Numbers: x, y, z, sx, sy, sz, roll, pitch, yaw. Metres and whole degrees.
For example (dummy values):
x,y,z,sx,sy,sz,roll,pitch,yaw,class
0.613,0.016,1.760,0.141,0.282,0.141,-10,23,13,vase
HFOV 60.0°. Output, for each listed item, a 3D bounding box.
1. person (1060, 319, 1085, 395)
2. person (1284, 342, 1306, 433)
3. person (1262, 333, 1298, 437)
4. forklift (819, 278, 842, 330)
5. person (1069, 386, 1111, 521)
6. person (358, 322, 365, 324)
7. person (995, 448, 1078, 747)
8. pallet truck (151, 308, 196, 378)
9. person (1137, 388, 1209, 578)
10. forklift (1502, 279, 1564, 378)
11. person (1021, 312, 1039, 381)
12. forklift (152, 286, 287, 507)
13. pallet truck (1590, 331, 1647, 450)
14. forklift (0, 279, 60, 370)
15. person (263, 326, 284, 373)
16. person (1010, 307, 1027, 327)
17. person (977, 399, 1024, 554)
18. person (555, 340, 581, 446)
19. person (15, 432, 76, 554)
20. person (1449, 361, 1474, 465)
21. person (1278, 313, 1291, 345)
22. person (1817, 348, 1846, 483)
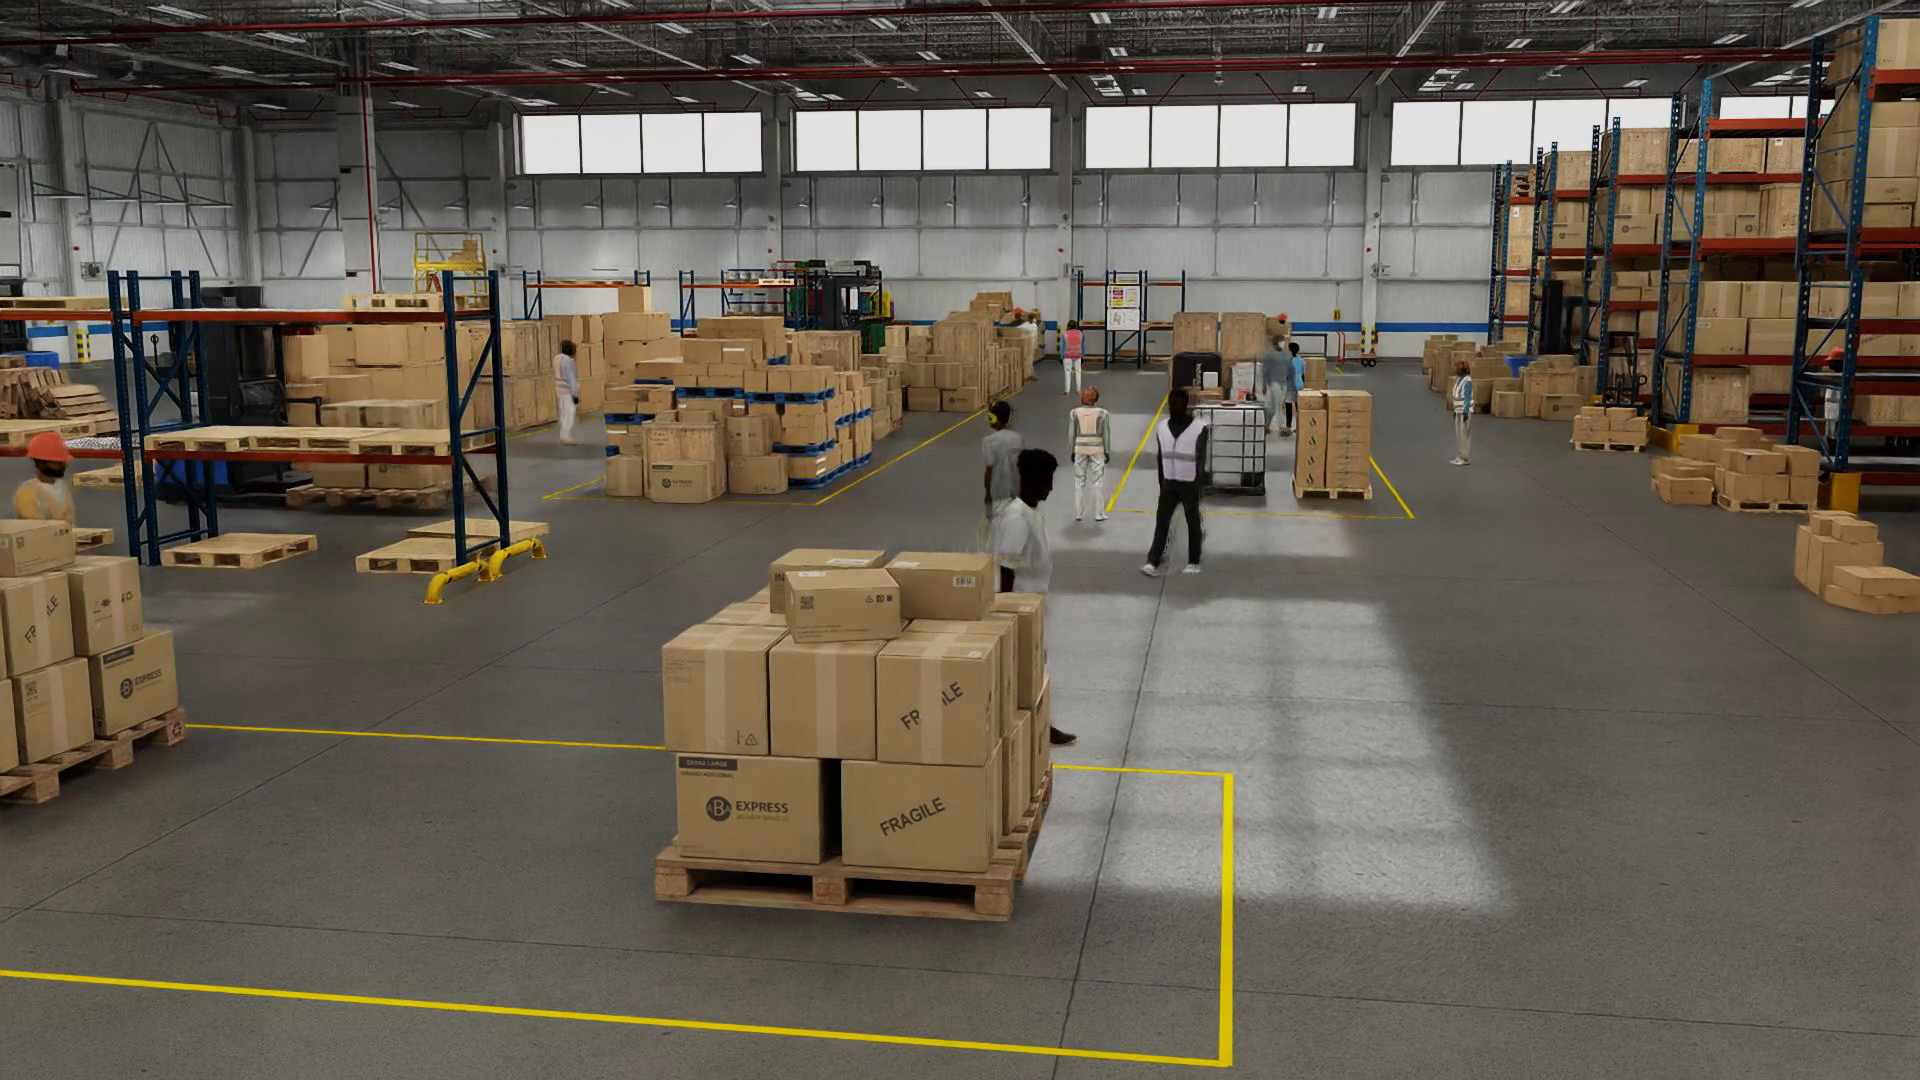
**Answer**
x,y,z,sx,sy,sz,roll,pitch,yaw,class
2.723,-4.443,40.509,0.621,1.845,0.429,-2,9,-12,person
6.199,-2.829,31.000,0.532,1.697,0.320,-4,10,-25,person
5.818,-2.858,30.595,0.642,1.904,0.984,-5,11,-29,person
-3.270,-5.243,42.251,1.873,2.768,1.129,1,9,9,forklift
1.572,-1.040,20.145,0.512,1.641,0.307,2,10,15,person
-15.889,-4.969,44.223,0.556,1.677,0.476,-6,11,-33,person
0.318,0.361,10.609,0.827,1.932,0.635,2,9,11,person
-21.869,-5.598,47.154,0.823,1.965,1.885,4,10,26,pallet truck
2.128,-0.543,16.378,0.596,1.874,0.971,6,11,34,person
13.289,-4.482,37.555,1.873,2.768,1.129,1,9,9,forklift
1.842,-5.323,45.788,0.905,1.902,0.637,8,12,41,person
-9.382,-1.886,21.543,1.873,2.768,1.129,1,9,9,forklift
11.253,-2.573,28.499,0.823,1.965,1.885,5,10,27,pallet truck
-22.592,-4.798,39.505,1.873,2.768,1.129,1,9,9,forklift
-15.106,-3.855,36.646,0.640,1.920,0.590,0,9,1,person
1.638,-5.547,46.850,0.612,1.995,0.377,7,11,36,person
0.363,-0.391,15.527,0.529,1.841,0.744,-6,11,-32,person
-6.812,-2.541,28.891,0.467,1.832,0.677,-6,11,-31,person
-6.336,0.191,11.704,0.433,1.916,0.556,1,9,6,person
7.861,-1.984,25.998,0.314,1.632,0.524,0,9,-3,person
8.571,-5.144,44.659,0.559,1.909,0.801,-2,10,-15,person
12.486,-1.775,23.763,0.356,1.937,0.552,2,9,10,person
